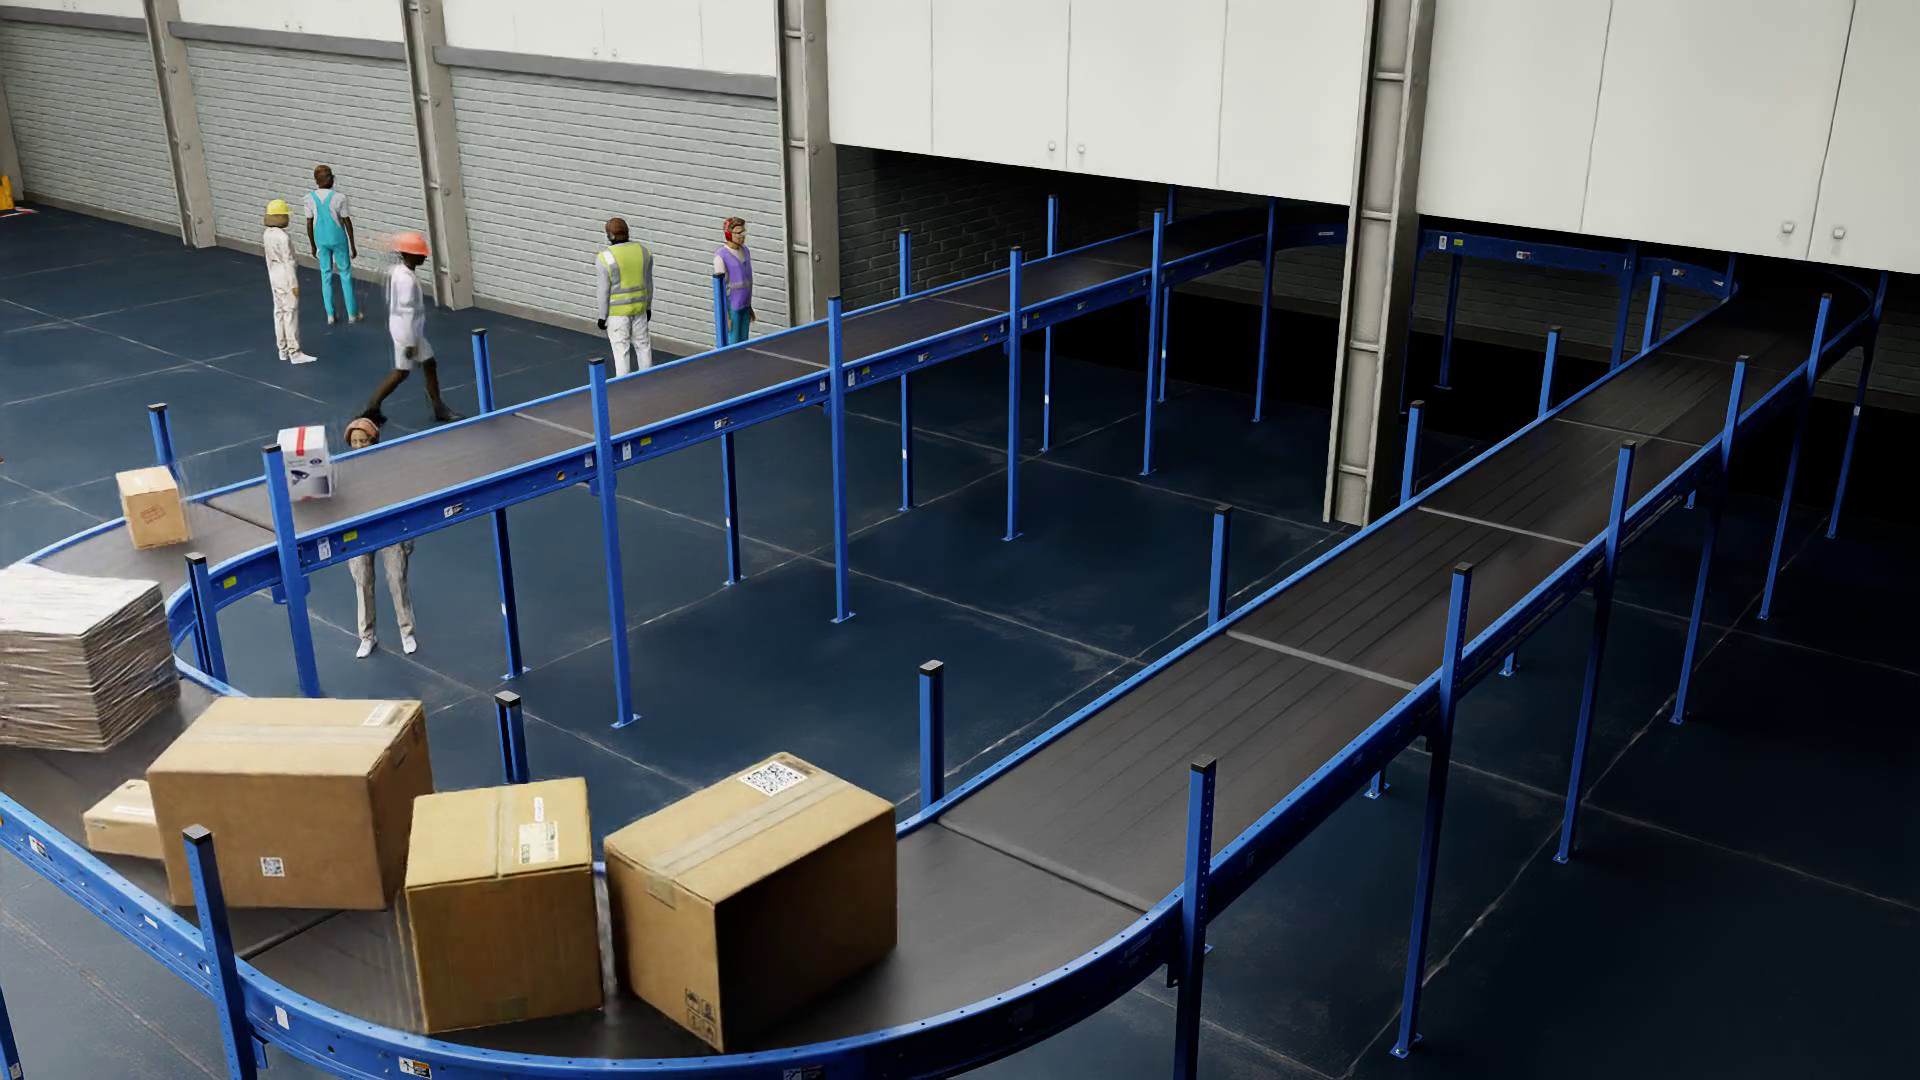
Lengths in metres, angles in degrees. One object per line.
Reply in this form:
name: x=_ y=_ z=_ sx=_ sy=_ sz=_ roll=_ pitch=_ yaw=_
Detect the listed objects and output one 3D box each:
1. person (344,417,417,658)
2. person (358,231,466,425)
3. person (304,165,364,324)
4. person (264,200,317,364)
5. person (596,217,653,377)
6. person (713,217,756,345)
person: x=-3.865 y=-0.018 z=10.995 sx=0.511 sy=1.640 sz=0.306 roll=-4 pitch=22 yaw=-11
person: x=-5.269 y=-1.967 z=15.635 sx=0.926 sy=1.889 sz=0.597 roll=-5 pitch=22 yaw=-12
person: x=-7.329 y=-3.444 z=19.423 sx=0.517 sy=1.841 sz=0.324 roll=-2 pitch=22 yaw=-4
person: x=-7.236 y=-2.775 z=17.863 sx=0.488 sy=1.740 sz=0.319 roll=20 pitch=29 yaw=40
person: x=-3.316 y=-2.268 z=16.448 sx=0.621 sy=1.838 sz=0.429 roll=-19 pitch=28 yaw=-39
person: x=-2.223 y=-2.274 z=16.446 sx=0.390 sy=1.846 sz=0.564 roll=7 pitch=23 yaw=18
